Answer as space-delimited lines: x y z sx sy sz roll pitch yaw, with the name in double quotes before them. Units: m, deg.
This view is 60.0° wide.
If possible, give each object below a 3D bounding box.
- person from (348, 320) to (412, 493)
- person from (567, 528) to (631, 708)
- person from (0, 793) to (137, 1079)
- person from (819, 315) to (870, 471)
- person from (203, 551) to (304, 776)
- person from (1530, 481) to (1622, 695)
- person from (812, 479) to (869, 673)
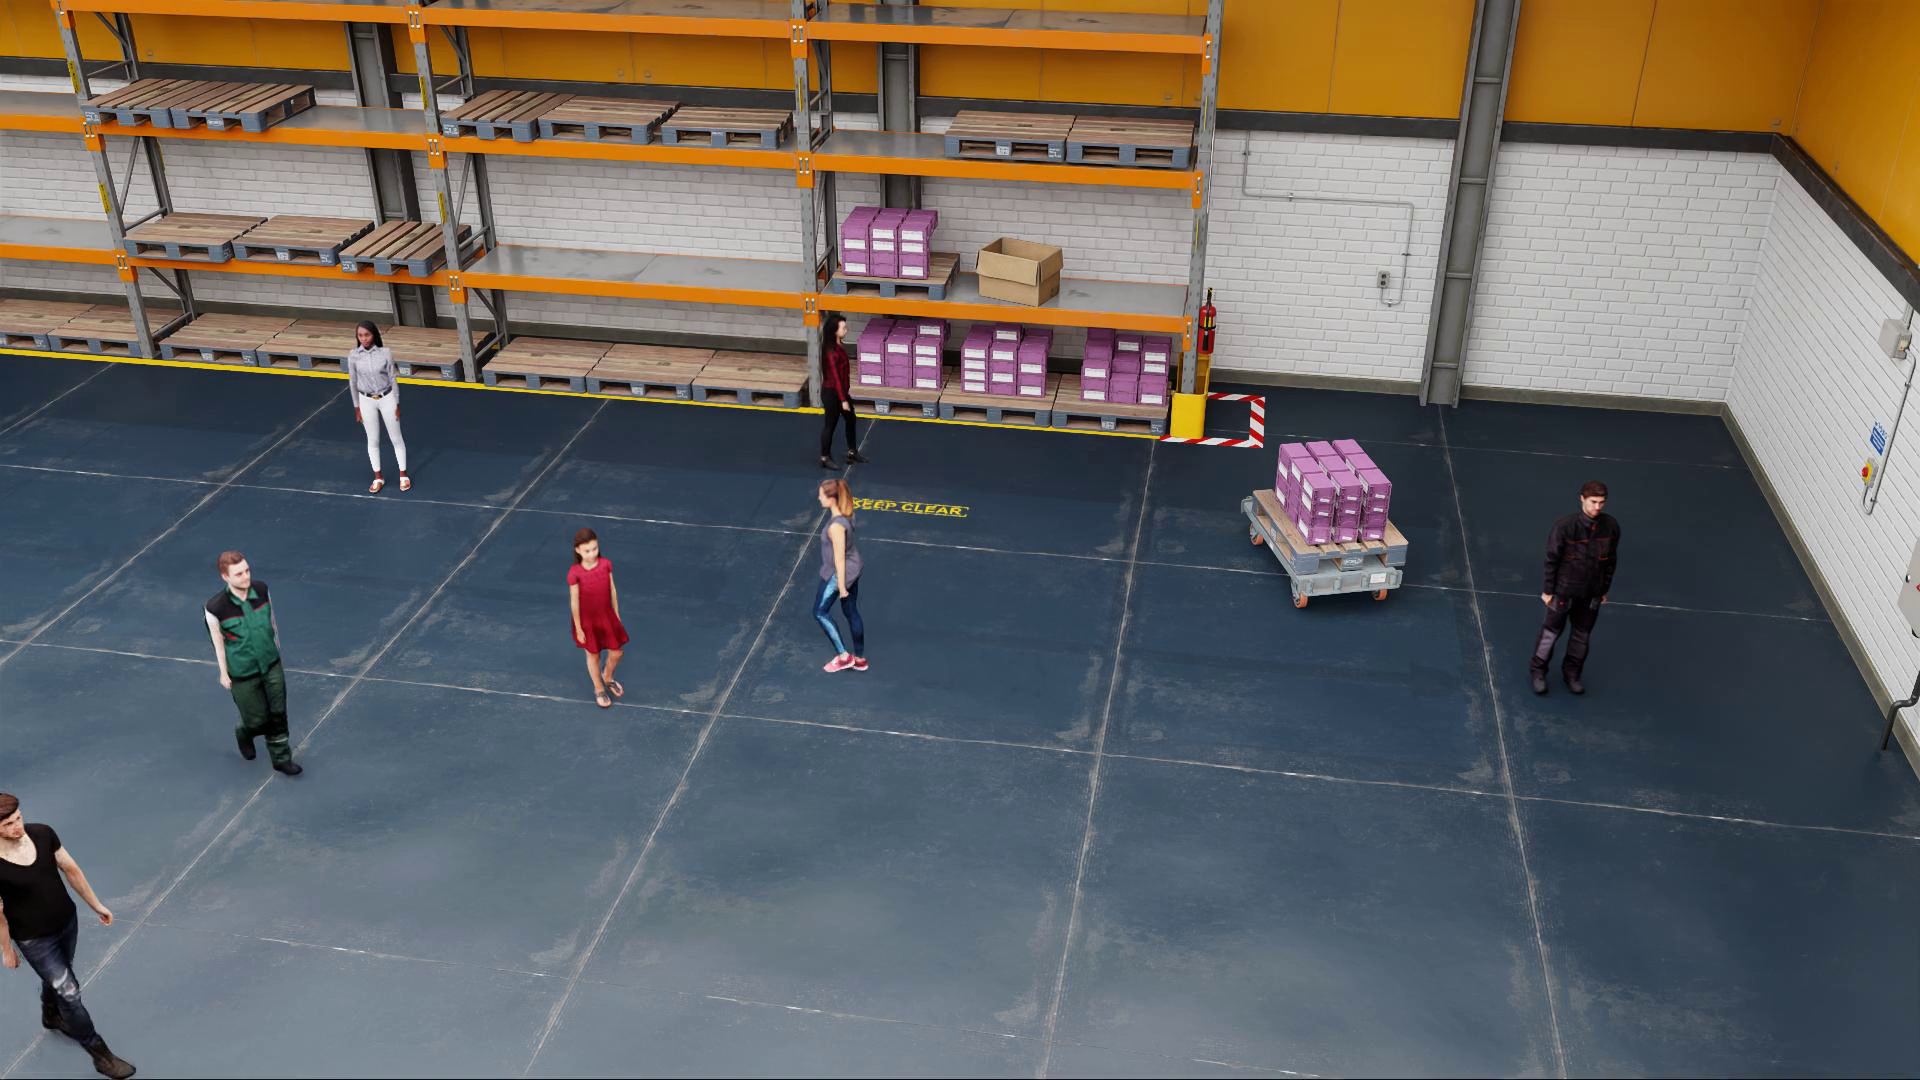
"person" -5.617 -1.303 16.062 0.579 1.725 0.718 -5 29 -9
"person" -2.839 0.562 12.835 0.714 1.541 0.774 -19 34 -31
"person" -5.276 2.191 9.512 1.120 1.864 0.781 10 30 18
"person" -1.321 -1.437 16.394 0.755 1.642 0.649 1 29 3
"person" -5.123 0.882 11.947 0.941 1.830 0.840 20 34 32
"person" 4.776 0.361 12.892 0.595 1.840 0.813 -2 29 -4
"person" -0.843 0.300 13.137 0.638 1.713 0.582 7 29 13
